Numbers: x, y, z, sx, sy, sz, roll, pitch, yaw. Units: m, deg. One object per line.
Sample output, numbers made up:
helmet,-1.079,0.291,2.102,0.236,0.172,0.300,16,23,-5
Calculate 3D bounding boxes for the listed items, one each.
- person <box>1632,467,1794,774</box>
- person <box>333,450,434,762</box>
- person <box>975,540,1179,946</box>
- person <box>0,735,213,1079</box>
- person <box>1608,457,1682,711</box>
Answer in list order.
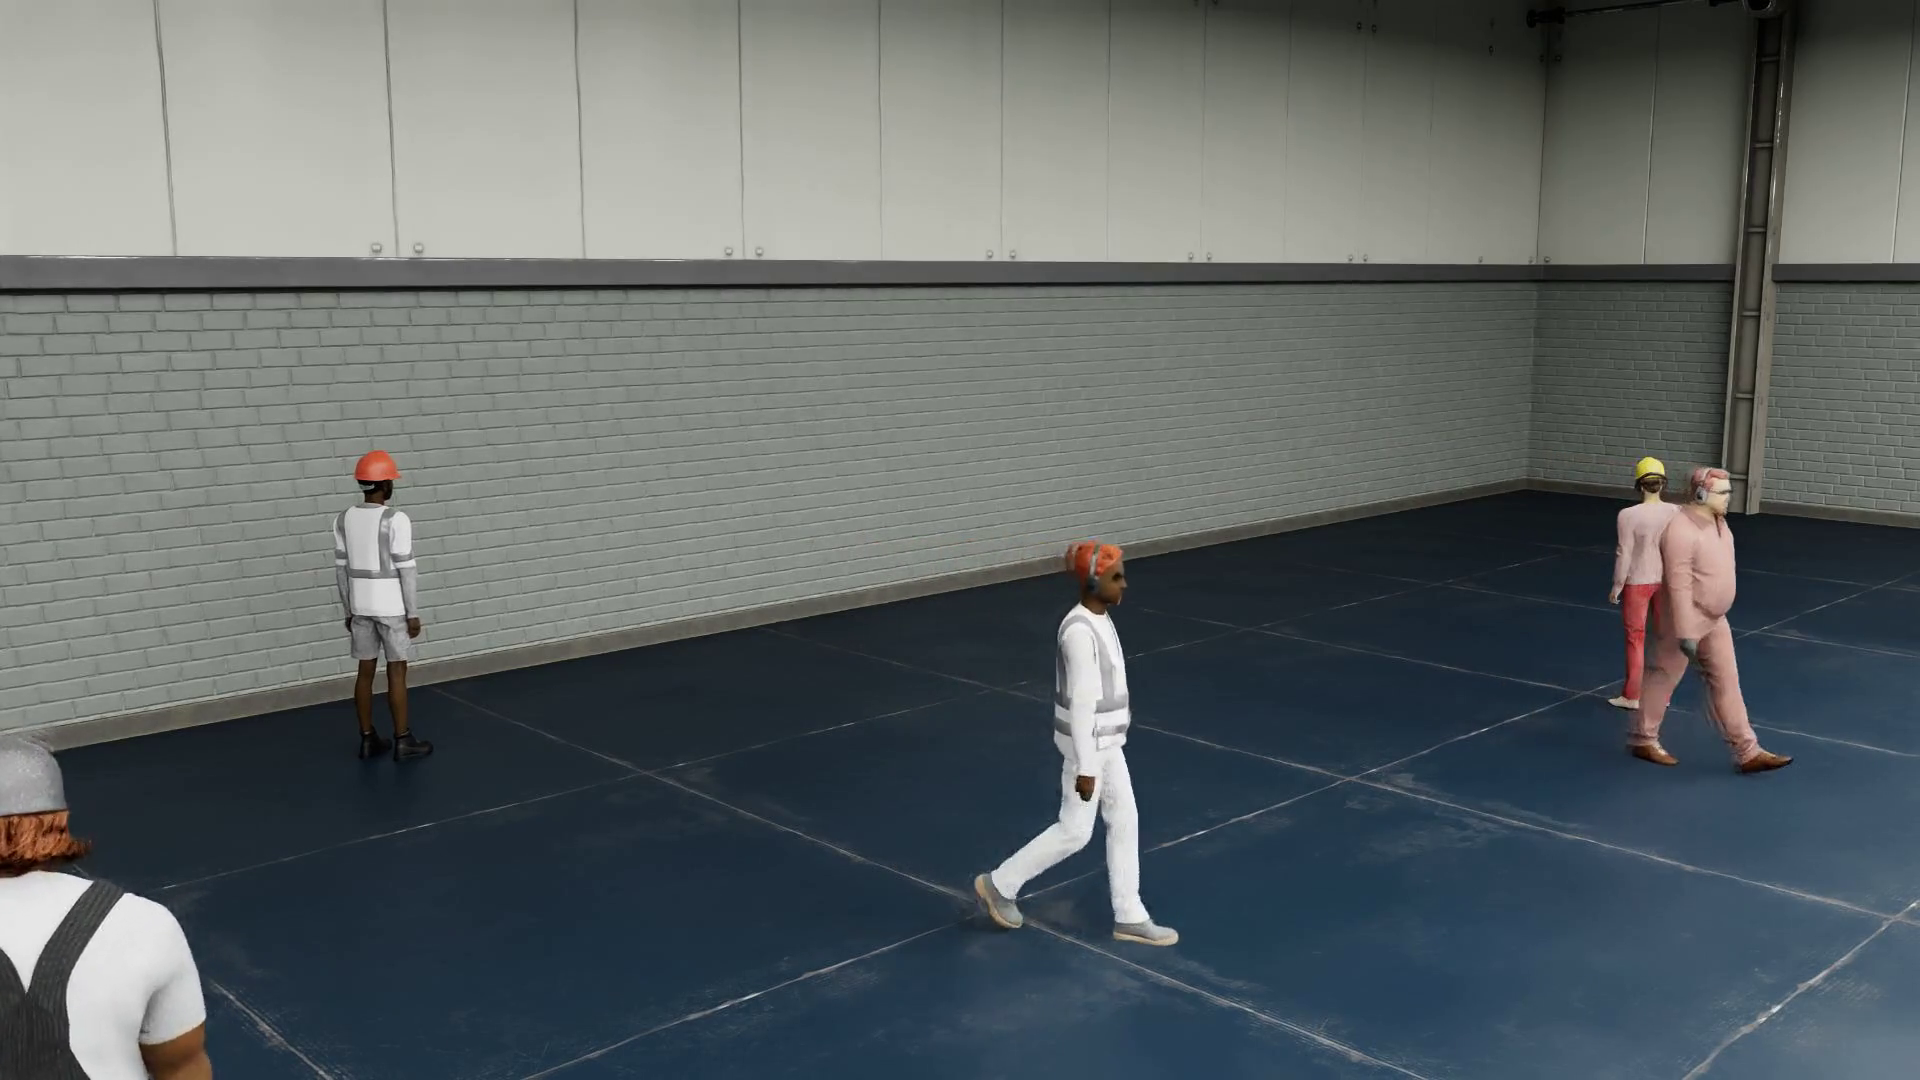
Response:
person,4.517,0.502,9.994,0.678,1.857,0.961,-7,12,-37
person,-3.593,0.410,10.341,0.545,1.939,0.373,3,10,19
person,0.526,0.916,7.475,0.866,1.856,0.582,3,9,15
person,-2.118,1.432,3.686,0.885,2.000,0.644,-6,11,-35
person,4.752,0.309,11.524,0.523,1.762,0.328,-2,9,-9
